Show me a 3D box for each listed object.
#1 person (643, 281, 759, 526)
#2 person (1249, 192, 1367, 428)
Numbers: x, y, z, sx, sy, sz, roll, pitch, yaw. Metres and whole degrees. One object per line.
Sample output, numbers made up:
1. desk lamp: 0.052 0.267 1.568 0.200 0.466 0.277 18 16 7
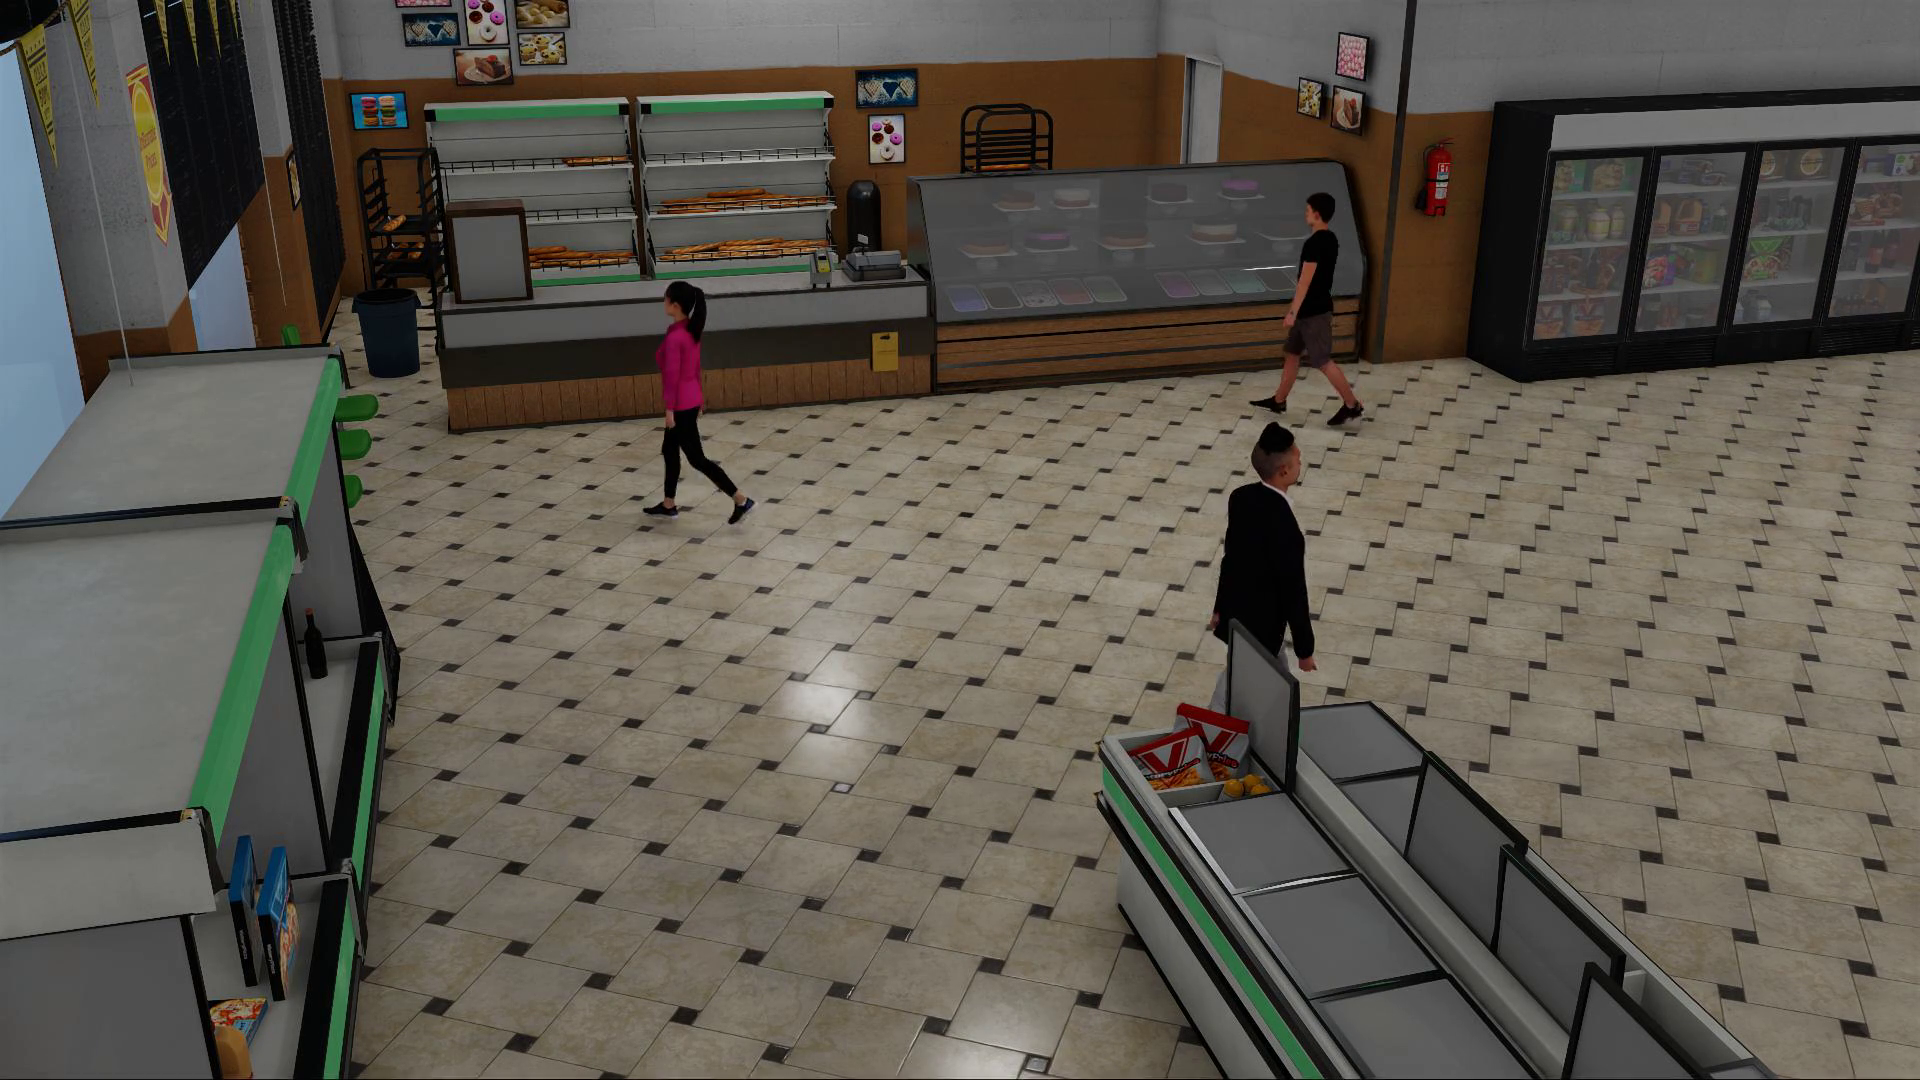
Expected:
1. person: -1.758 -0.863 11.079 0.958 1.667 1.100 4 22 9
2. person: 2.889 -1.791 13.163 1.191 1.835 1.218 8 23 20
